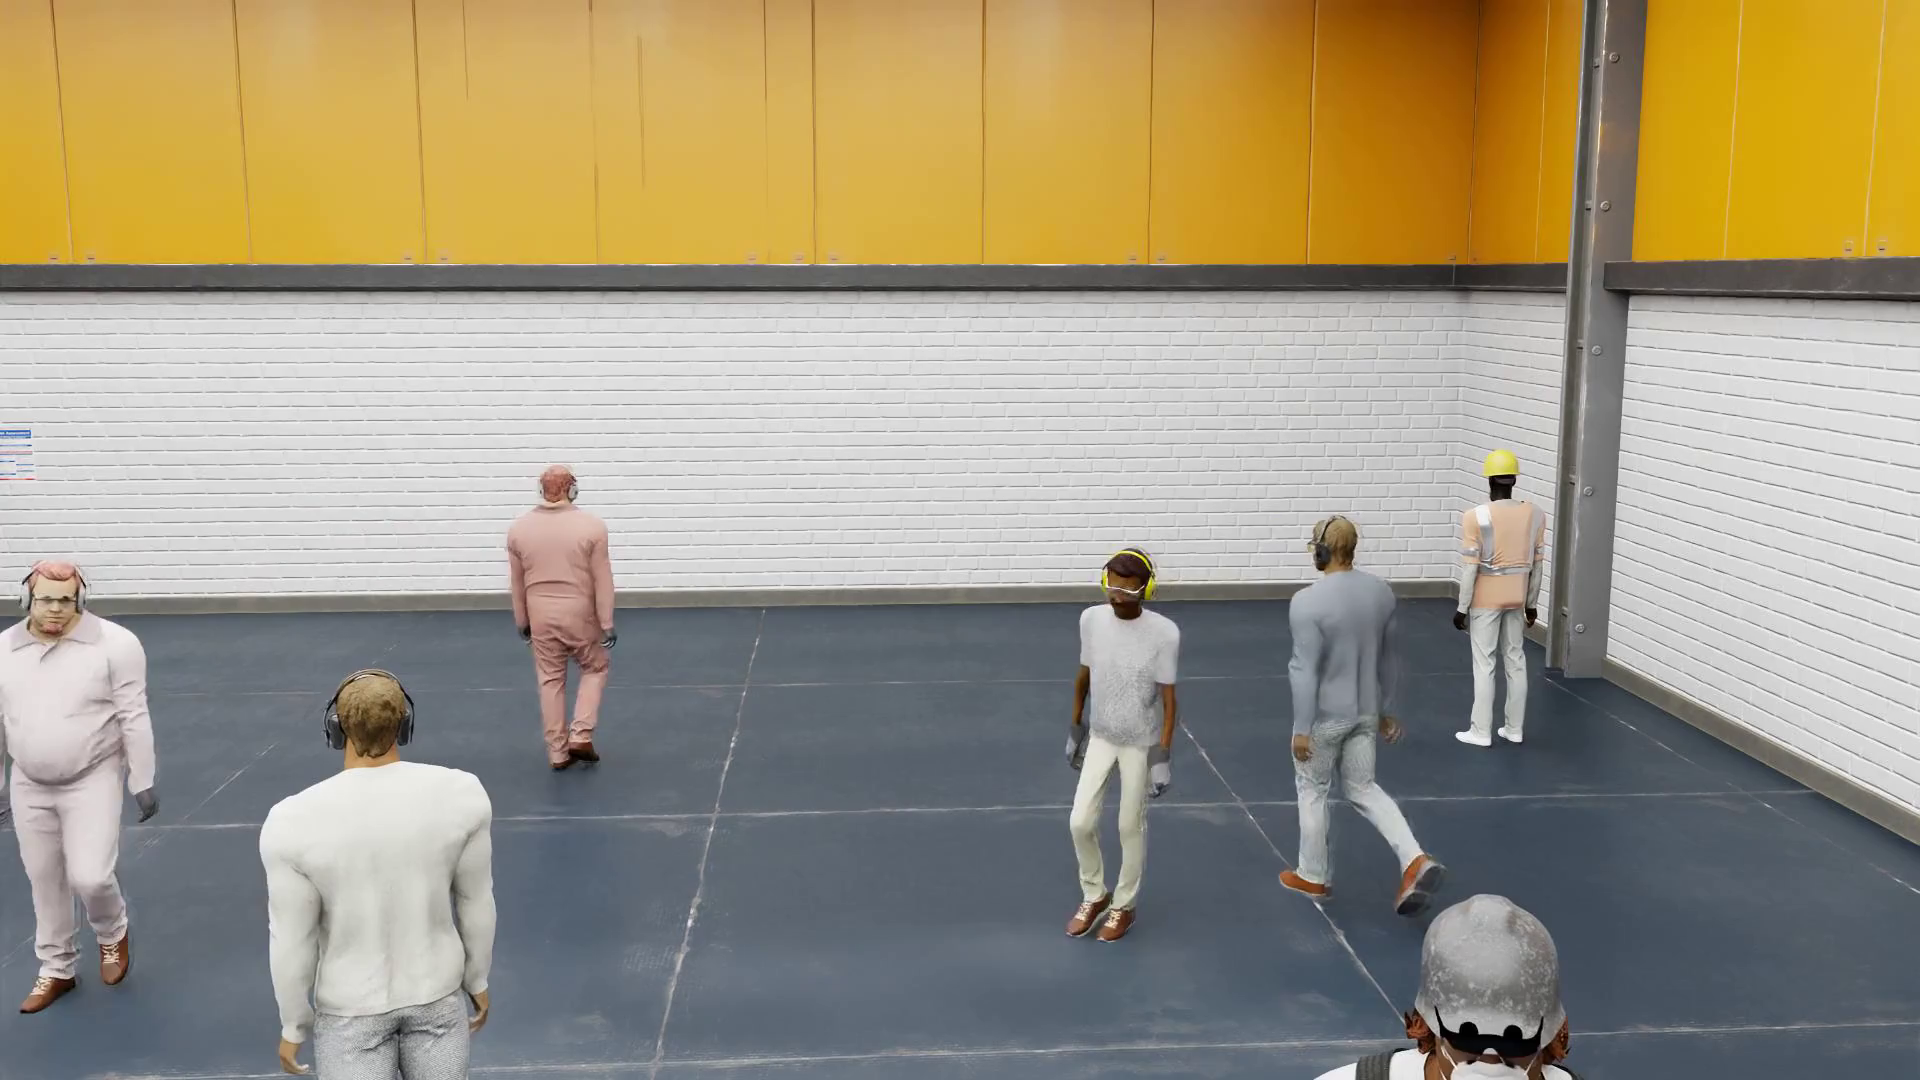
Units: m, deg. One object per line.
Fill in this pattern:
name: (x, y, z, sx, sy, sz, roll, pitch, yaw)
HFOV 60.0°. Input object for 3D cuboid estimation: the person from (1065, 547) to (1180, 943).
person: (0.708, 0.930, 7.488, 0.570, 1.843, 0.495, 5, 10, 29)

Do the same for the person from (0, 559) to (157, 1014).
person: (-3.691, 1.010, 6.837, 0.709, 1.891, 0.416, 0, 9, -3)

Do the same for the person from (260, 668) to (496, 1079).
person: (-1.638, 1.318, 4.762, 0.629, 1.940, 0.379, -5, 11, -30)

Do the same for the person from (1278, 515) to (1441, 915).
person: (1.886, 0.844, 7.868, 0.645, 1.914, 0.817, -5, 10, -30)

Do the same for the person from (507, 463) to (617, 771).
person: (-2.414, 0.474, 10.189, 0.676, 1.891, 0.429, 1, 9, 7)

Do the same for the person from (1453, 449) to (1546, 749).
person: (3.451, 0.379, 10.700, 0.595, 1.923, 0.373, -3, 9, -16)
